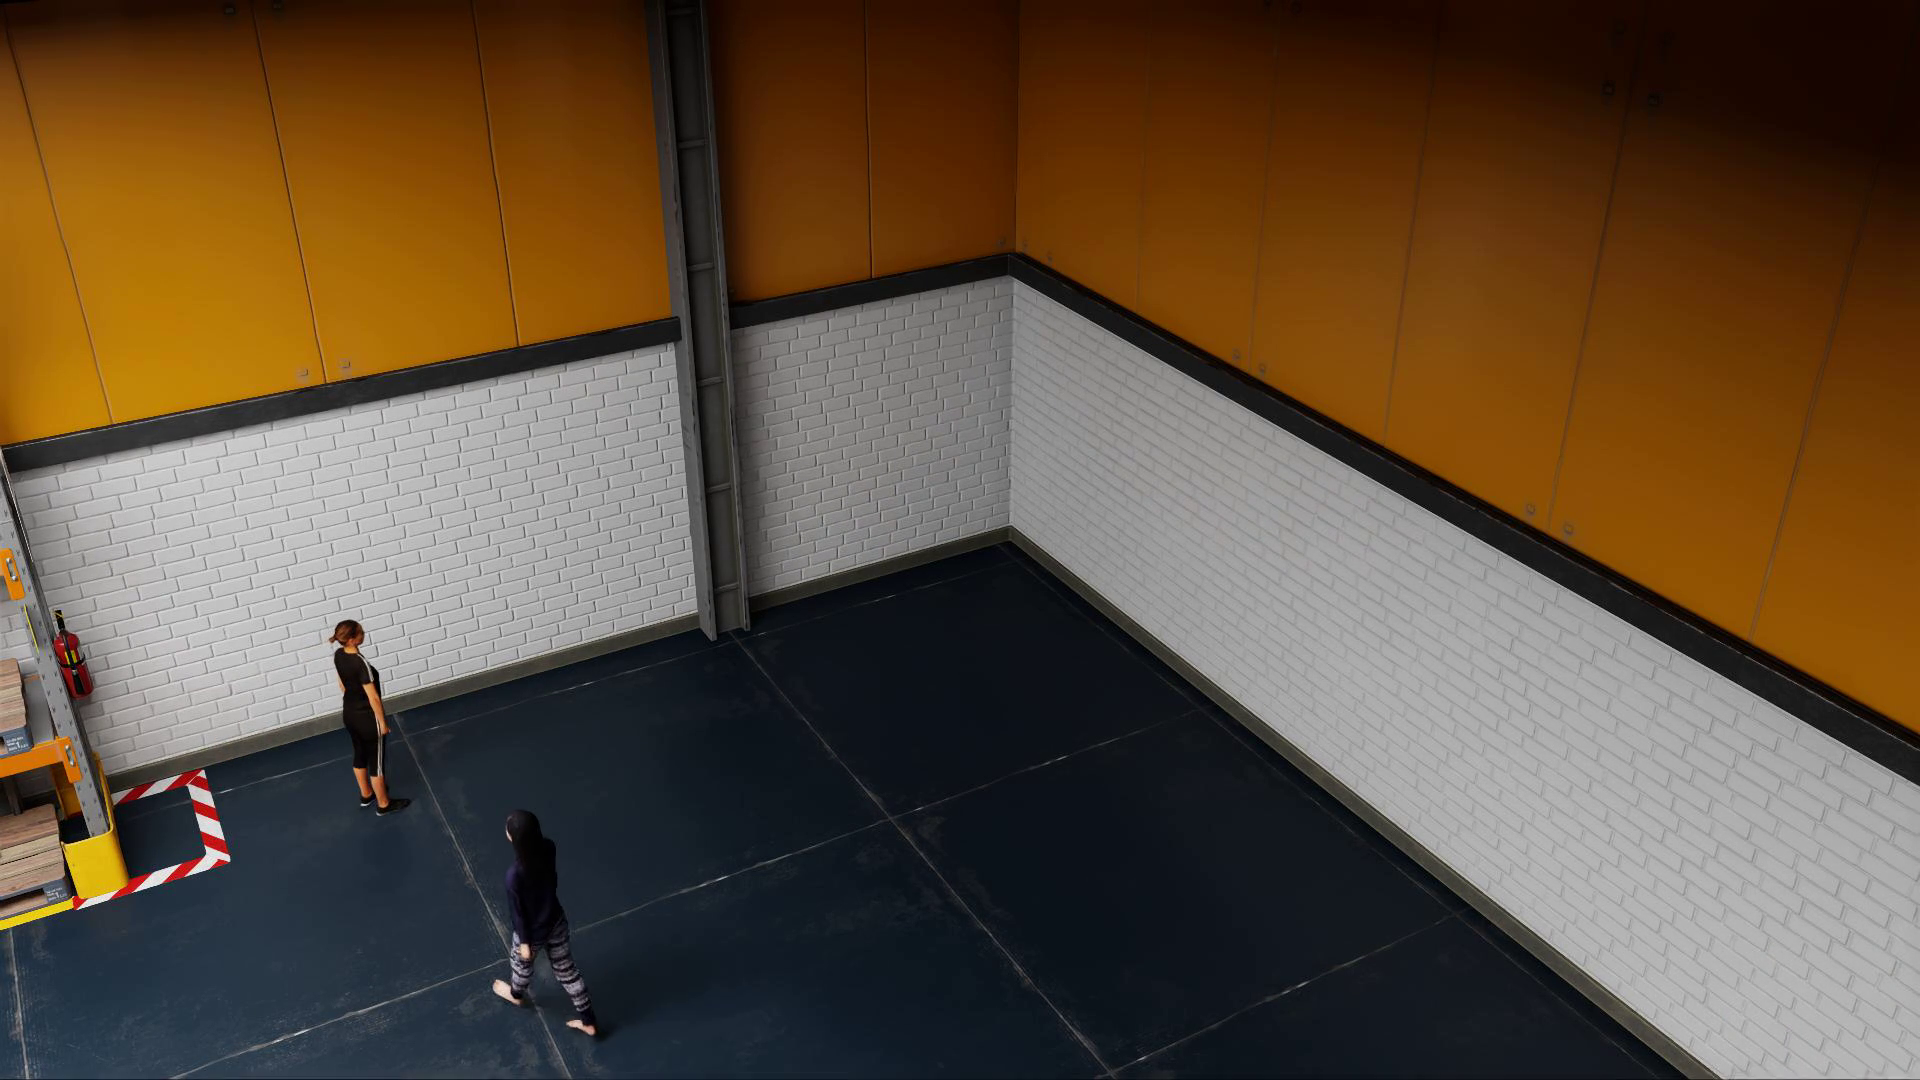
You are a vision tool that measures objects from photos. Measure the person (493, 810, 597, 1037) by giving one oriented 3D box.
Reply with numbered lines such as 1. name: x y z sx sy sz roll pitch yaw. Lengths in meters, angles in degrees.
1. person: -2.609 2.473 10.585 1.042 1.682 1.126 16 32 26

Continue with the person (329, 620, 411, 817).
1. person: -4.554 1.333 12.687 0.642 1.668 0.613 21 35 34
